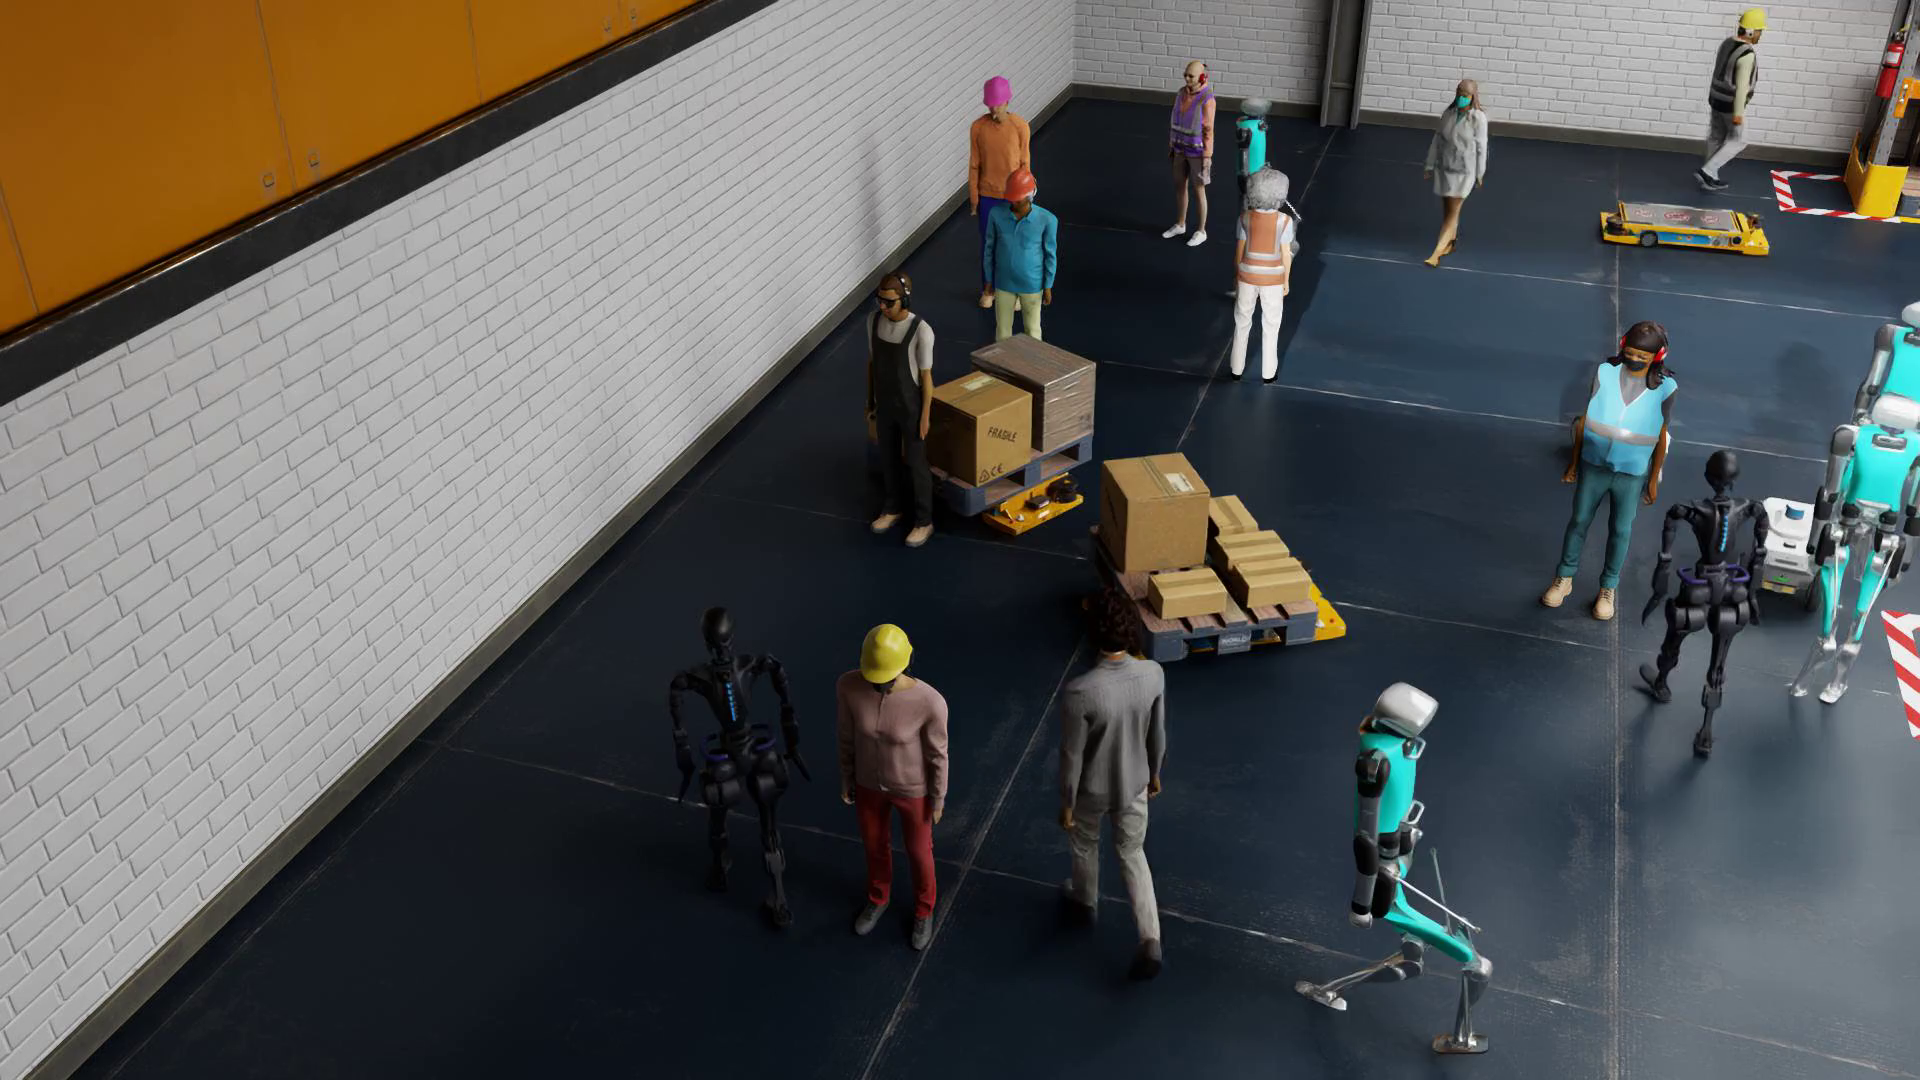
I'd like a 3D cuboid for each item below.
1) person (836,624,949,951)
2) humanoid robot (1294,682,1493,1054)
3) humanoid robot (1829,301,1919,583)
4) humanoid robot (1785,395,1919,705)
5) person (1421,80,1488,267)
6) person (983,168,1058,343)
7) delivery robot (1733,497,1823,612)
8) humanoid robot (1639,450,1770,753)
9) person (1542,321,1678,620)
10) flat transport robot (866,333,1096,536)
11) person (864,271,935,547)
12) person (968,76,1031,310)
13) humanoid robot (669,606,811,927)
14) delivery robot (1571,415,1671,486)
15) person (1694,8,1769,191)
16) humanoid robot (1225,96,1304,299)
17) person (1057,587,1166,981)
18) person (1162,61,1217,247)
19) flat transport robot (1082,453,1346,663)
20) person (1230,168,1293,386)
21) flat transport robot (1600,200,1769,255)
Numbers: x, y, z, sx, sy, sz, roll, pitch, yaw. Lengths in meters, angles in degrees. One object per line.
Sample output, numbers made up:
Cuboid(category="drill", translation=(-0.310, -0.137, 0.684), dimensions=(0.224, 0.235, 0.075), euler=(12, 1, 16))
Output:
Cuboid(category="person", translation=(-0.301, 1.093, 7.309), dimensions=(0.516, 1.752, 0.369), euler=(11, 32, 18))
Cuboid(category="humanoid robot", translation=(1.943, 1.431, 6.806), dimensions=(1.035, 1.786, 0.537), euler=(16, 34, 25))
Cuboid(category="humanoid robot", translation=(5.533, -0.519, 10.082), dimensions=(0.756, 1.793, 0.564), euler=(-21, 37, -32))
Cuboid(category="humanoid robot", translation=(4.810, 0.143, 8.924), dimensions=(0.542, 1.760, 0.723), euler=(14, 33, 22))
Cuboid(category="person", translation=(4.342, -3.250, 14.798), dimensions=(0.802, 1.624, 0.519), euler=(-25, 39, -36))
Cuboid(category="person", translation=(0.437, -1.942, 12.472), dimensions=(0.562, 1.741, 0.335), euler=(9, 32, 15))
Cuboid(category="delivery robot", translation=(5.082, 0.059, 10.250), dimensions=(0.499, 0.602, 0.801), euler=(13, 33, 21))
Cuboid(category="humanoid robot", translation=(3.943, 0.283, 8.782), dimensions=(0.592, 1.630, 0.729), euler=(1, 30, 3))
Cuboid(category="person", translation=(3.839, -0.416, 9.753), dimensions=(0.527, 1.871, 0.390), euler=(17, 34, 26))
Cuboid(category="flat transport robot", translation=(0.103, -0.458, 11.404), dimensions=(0.659, 0.231, 1.431), euler=(-26, 39, -37))
Cuboid(category="person", translation=(-0.384, -0.840, 10.508), dimensions=(0.504, 1.838, 0.328), euler=(22, 37, 32))
Cuboid(category="person", translation=(0.325, -2.883, 13.857), dimensions=(0.519, 1.972, 0.405), euler=(5, 31, 8))
Cuboid(category="humanoid robot", translation=(-0.993, 0.997, 7.559), dimensions=(0.612, 1.633, 0.613), euler=(-9, 32, -15))
Cuboid(category="delivery robot", translation=(4.648, -0.748, 11.616), dimensions=(0.499, 0.595, 0.797), euler=(-1, 30, -1))
Cuboid(category="person", translation=(7.634, -4.344, 16.480), dimensions=(0.421, 1.815, 0.610), euler=(-2, 31, -4))
Cuboid(category="humanoid robot", translation=(2.612, -2.807, 13.903), dimensions=(0.706, 1.734, 0.538), euler=(13, 33, 20))
Cuboid(category="person", translation=(0.676, 1.073, 7.228), dimensions=(0.535, 1.868, 0.797), euler=(-9, 32, -15))
Cuboid(category="person", translation=(2.128, -3.551, 15.267), dimensions=(0.348, 1.687, 0.492), euler=(-22, 37, -33))
Cuboid(category="flat transport robot", translation=(1.505, 0.420, 9.912), dimensions=(1.431, 0.231, 0.659), euler=(-7, 31, -11))
Cuboid(category="person", translation=(2.281, -1.979, 12.588), dimensions=(0.433, 1.688, 0.301), euler=(9, 32, 14))
Cuboid(category="flat transport robot", translation=(6.785, -2.928, 15.606), dimensions=(1.431, 0.231, 0.659), euler=(8, 31, 13))
